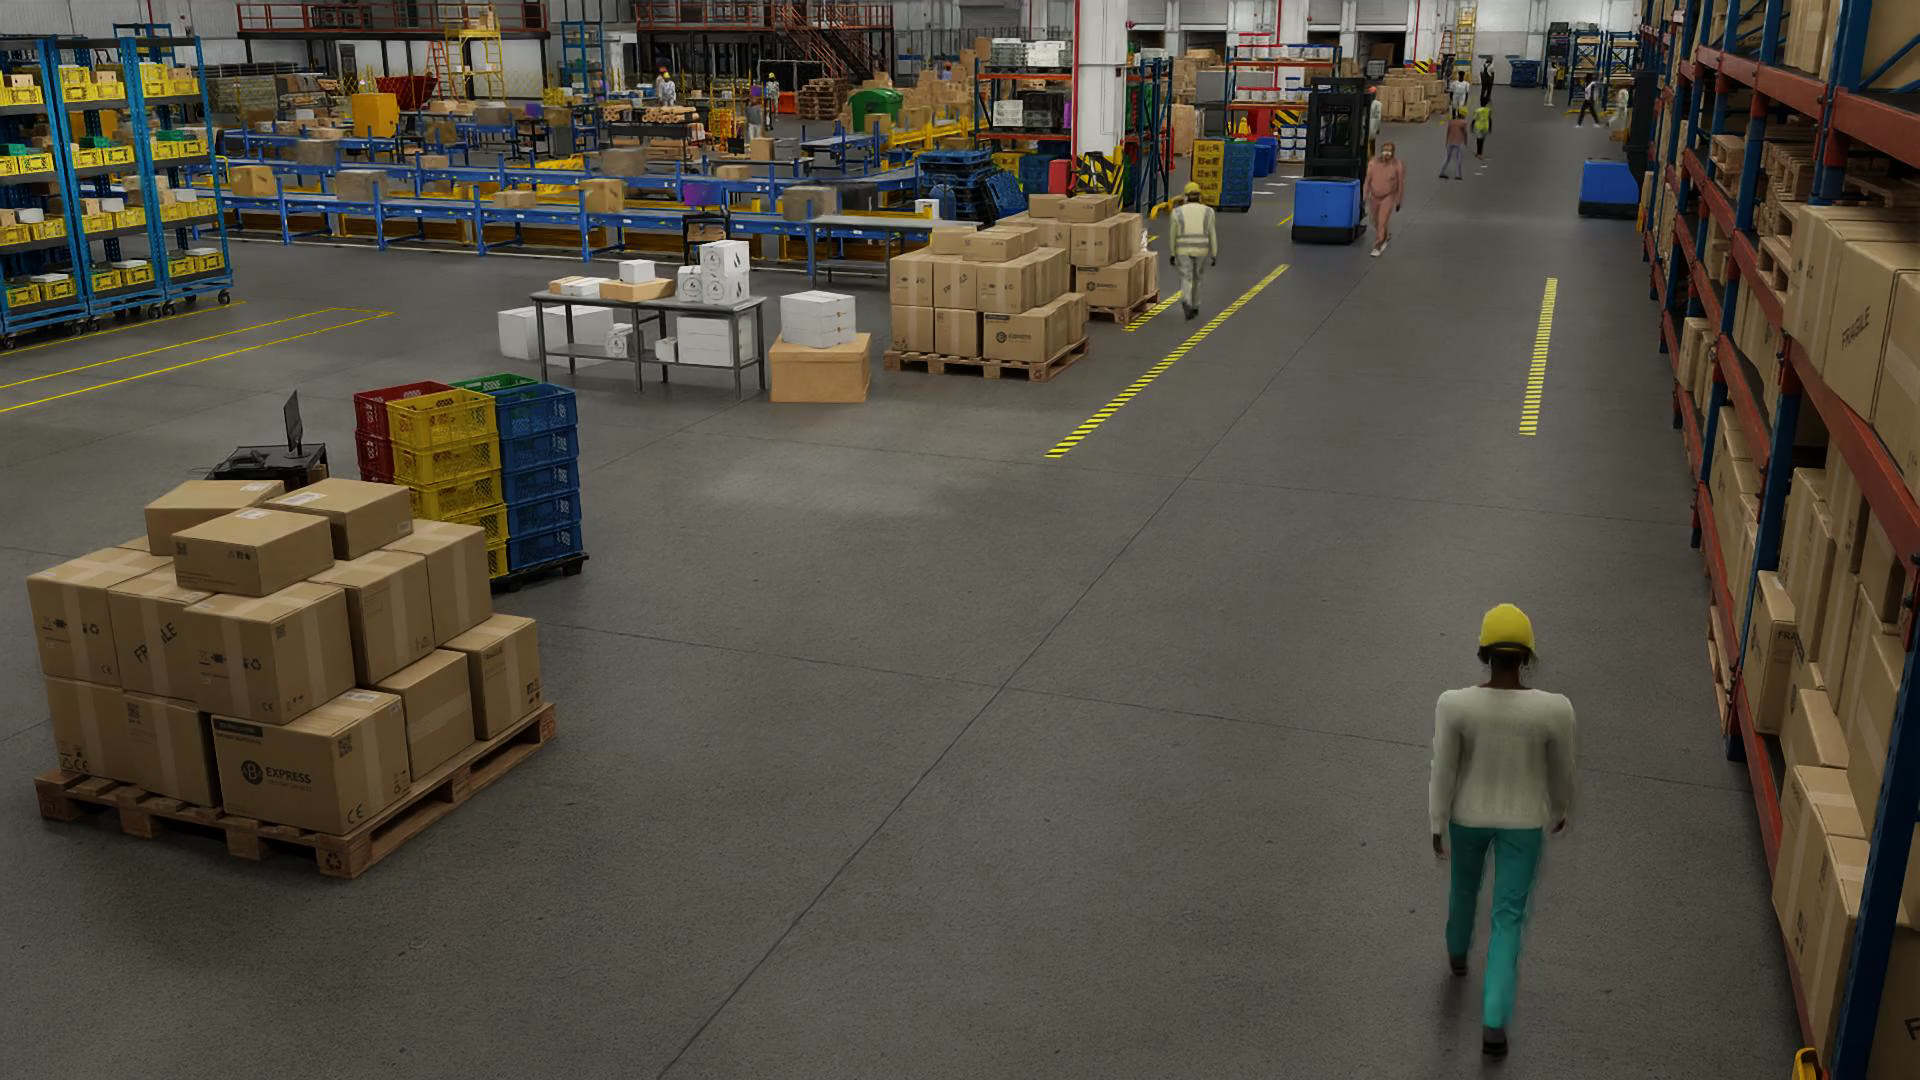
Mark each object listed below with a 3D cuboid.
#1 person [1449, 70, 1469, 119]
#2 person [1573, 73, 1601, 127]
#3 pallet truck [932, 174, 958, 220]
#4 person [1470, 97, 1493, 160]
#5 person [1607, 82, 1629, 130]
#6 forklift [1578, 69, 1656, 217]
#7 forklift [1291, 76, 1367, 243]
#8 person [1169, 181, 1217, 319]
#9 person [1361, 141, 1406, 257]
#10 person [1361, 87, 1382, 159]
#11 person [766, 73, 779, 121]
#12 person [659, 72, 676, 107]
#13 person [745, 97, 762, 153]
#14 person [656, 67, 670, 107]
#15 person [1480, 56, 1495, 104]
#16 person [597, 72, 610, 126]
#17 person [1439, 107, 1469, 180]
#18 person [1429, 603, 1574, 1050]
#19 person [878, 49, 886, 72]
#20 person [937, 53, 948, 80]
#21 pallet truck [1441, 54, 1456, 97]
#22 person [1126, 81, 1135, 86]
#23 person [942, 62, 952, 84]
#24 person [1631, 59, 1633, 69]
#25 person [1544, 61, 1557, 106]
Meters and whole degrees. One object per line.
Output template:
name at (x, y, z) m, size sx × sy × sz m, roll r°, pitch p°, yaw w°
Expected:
person at (17.297, -15.280, 57.666) m, size 0.643 × 1.952 × 0.419 m, roll 6°, pitch 18°, yaw 17°
person at (22.031, -15.367, 58.091) m, size 0.985 × 1.874 × 0.604 m, roll -4°, pitch 18°, yaw -12°
pallet truck at (-0.507, -5.292, 27.348) m, size 0.653 × 1.274 × 1.630 m, roll 6°, pitch 19°, yaw 19°
person at (14.247, -11.273, 45.550) m, size 0.552 × 1.648 × 0.843 m, roll -2°, pitch 18°, yaw -6°
person at (22.534, -14.815, 56.762) m, size 0.615 × 1.619 × 0.523 m, roll -3°, pitch 18°, yaw -8°
forklift at (13.219, -7.740, 32.475) m, size 1.873 × 2.768 × 1.129 m, roll 6°, pitch 19°, yaw 18°
forklift at (6.598, -6.755, 29.381) m, size 1.129 × 2.768 × 1.873 m, roll 6°, pitch 19°, yaw 19°
person at (3.062, -3.795, 21.864) m, size 0.611 × 1.789 × 0.786 m, roll 1°, pitch 18°, yaw 2°
person at (7.063, -5.693, 27.680) m, size 0.647 × 1.874 × 0.814 m, roll 13°, pitch 22°, yaw 35°
person at (10.960, -11.105, 44.503) m, size 0.623 × 1.994 × 1.032 m, roll 10°, pitch 20°, yaw 29°
person at (-6.890, -16.303, 61.243) m, size 0.486 × 1.735 × 0.322 m, roll -1°, pitch 18°, yaw -3°
person at (-10.434, -15.742, 59.339) m, size 0.599 × 1.828 × 0.403 m, roll -8°, pitch 19°, yaw -25°
person at (-5.882, -11.855, 47.512) m, size 0.524 × 1.576 × 0.834 m, roll 4°, pitch 18°, yaw 14°
person at (-11.014, -16.576, 61.760) m, size 1.018 × 1.948 × 0.614 m, roll 12°, pitch 21°, yaw 34°
person at (23.166, -20.181, 72.929) m, size 0.536 × 2.000 × 0.676 m, roll -12°, pitch 21°, yaw -34°
person at (-12.536, -15.440, 58.254) m, size 0.552 × 1.917 × 0.749 m, roll 7°, pitch 19°, yaw 22°
person at (11.928, -9.546, 40.045) m, size 0.348 × 1.709 × 0.617 m, roll -17°, pitch 24°, yaw -42°
person at (2.123, 1.101, 6.584) m, size 0.534 × 1.724 × 0.910 m, roll 7°, pitch 19°, yaw 20°
person at (-4.480, -27.338, 95.736) m, size 0.504 × 1.846 × 0.345 m, roll -12°, pitch 21°, yaw -32°
person at (-0.845, -23.496, 83.577) m, size 0.604 × 1.905 × 0.569 m, roll 4°, pitch 18°, yaw 12°
pallet truck at (22.765, -21.886, 78.355) m, size 0.823 × 1.965 × 1.885 m, roll -4°, pitch 18°, yaw -14°
person at (7.644, -20.824, 75.222) m, size 1.028 × 1.869 × 0.552 m, roll 0°, pitch 18°, yaw 1°
person at (-0.544, -18.761, 68.662) m, size 0.723 × 1.922 × 0.556 m, roll 15°, pitch 23°, yaw 39°
person at (30.203, -20.619, 74.560) m, size 0.755 × 1.878 × 0.638 m, roll -6°, pitch 19°, yaw -17°
person at (25.306, -19.524, 71.172) m, size 0.327 × 1.861 × 0.507 m, roll -8°, pitch 19°, yaw -22°
